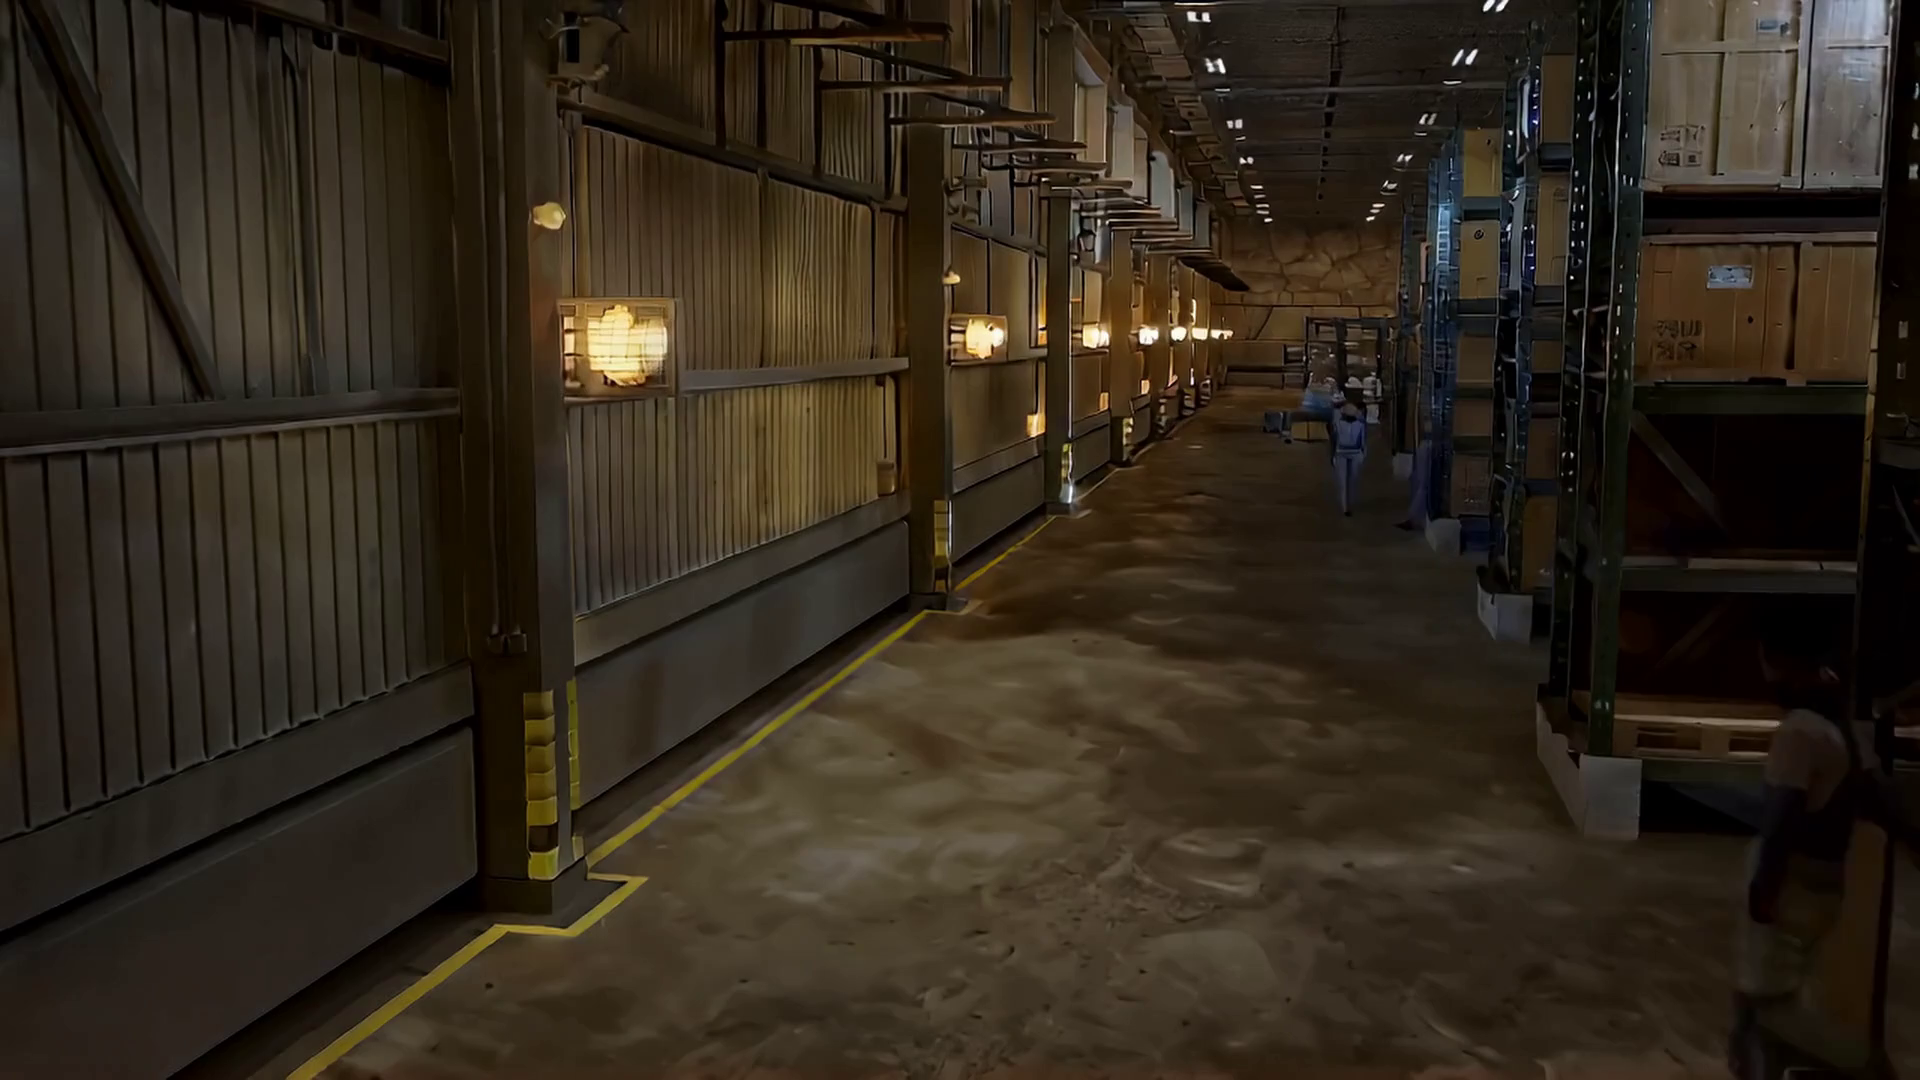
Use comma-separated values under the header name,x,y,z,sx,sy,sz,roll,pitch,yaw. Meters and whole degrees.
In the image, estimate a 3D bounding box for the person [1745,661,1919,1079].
name,x,y,z,sx,sy,sz,roll,pitch,yaw
person,3.328,1.374,6.413,0.741,1.869,0.648,1,7,8

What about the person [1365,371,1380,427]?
name,x,y,z,sx,sy,sz,roll,pitch,yaw
person,13.561,-4.641,54.717,0.404,1.827,0.601,7,10,43

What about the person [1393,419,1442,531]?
name,x,y,z,sx,sy,sz,roll,pitch,yaw
person,7.236,-1.000,25.813,0.968,1.760,0.605,0,7,-2

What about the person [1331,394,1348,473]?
name,x,y,z,sx,sy,sz,roll,pitch,yaw
person,8.364,-2.328,36.499,0.563,1.753,0.327,-6,9,-38

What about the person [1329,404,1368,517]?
name,x,y,z,sx,sy,sz,roll,pitch,yaw
person,6.572,-1.350,28.114,0.633,1.893,0.991,1,7,6

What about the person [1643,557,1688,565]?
name,x,y,z,sx,sy,sz,roll,pitch,yaw
person,5.852,0.592,13.728,0.849,1.592,0.527,-2,8,-18
